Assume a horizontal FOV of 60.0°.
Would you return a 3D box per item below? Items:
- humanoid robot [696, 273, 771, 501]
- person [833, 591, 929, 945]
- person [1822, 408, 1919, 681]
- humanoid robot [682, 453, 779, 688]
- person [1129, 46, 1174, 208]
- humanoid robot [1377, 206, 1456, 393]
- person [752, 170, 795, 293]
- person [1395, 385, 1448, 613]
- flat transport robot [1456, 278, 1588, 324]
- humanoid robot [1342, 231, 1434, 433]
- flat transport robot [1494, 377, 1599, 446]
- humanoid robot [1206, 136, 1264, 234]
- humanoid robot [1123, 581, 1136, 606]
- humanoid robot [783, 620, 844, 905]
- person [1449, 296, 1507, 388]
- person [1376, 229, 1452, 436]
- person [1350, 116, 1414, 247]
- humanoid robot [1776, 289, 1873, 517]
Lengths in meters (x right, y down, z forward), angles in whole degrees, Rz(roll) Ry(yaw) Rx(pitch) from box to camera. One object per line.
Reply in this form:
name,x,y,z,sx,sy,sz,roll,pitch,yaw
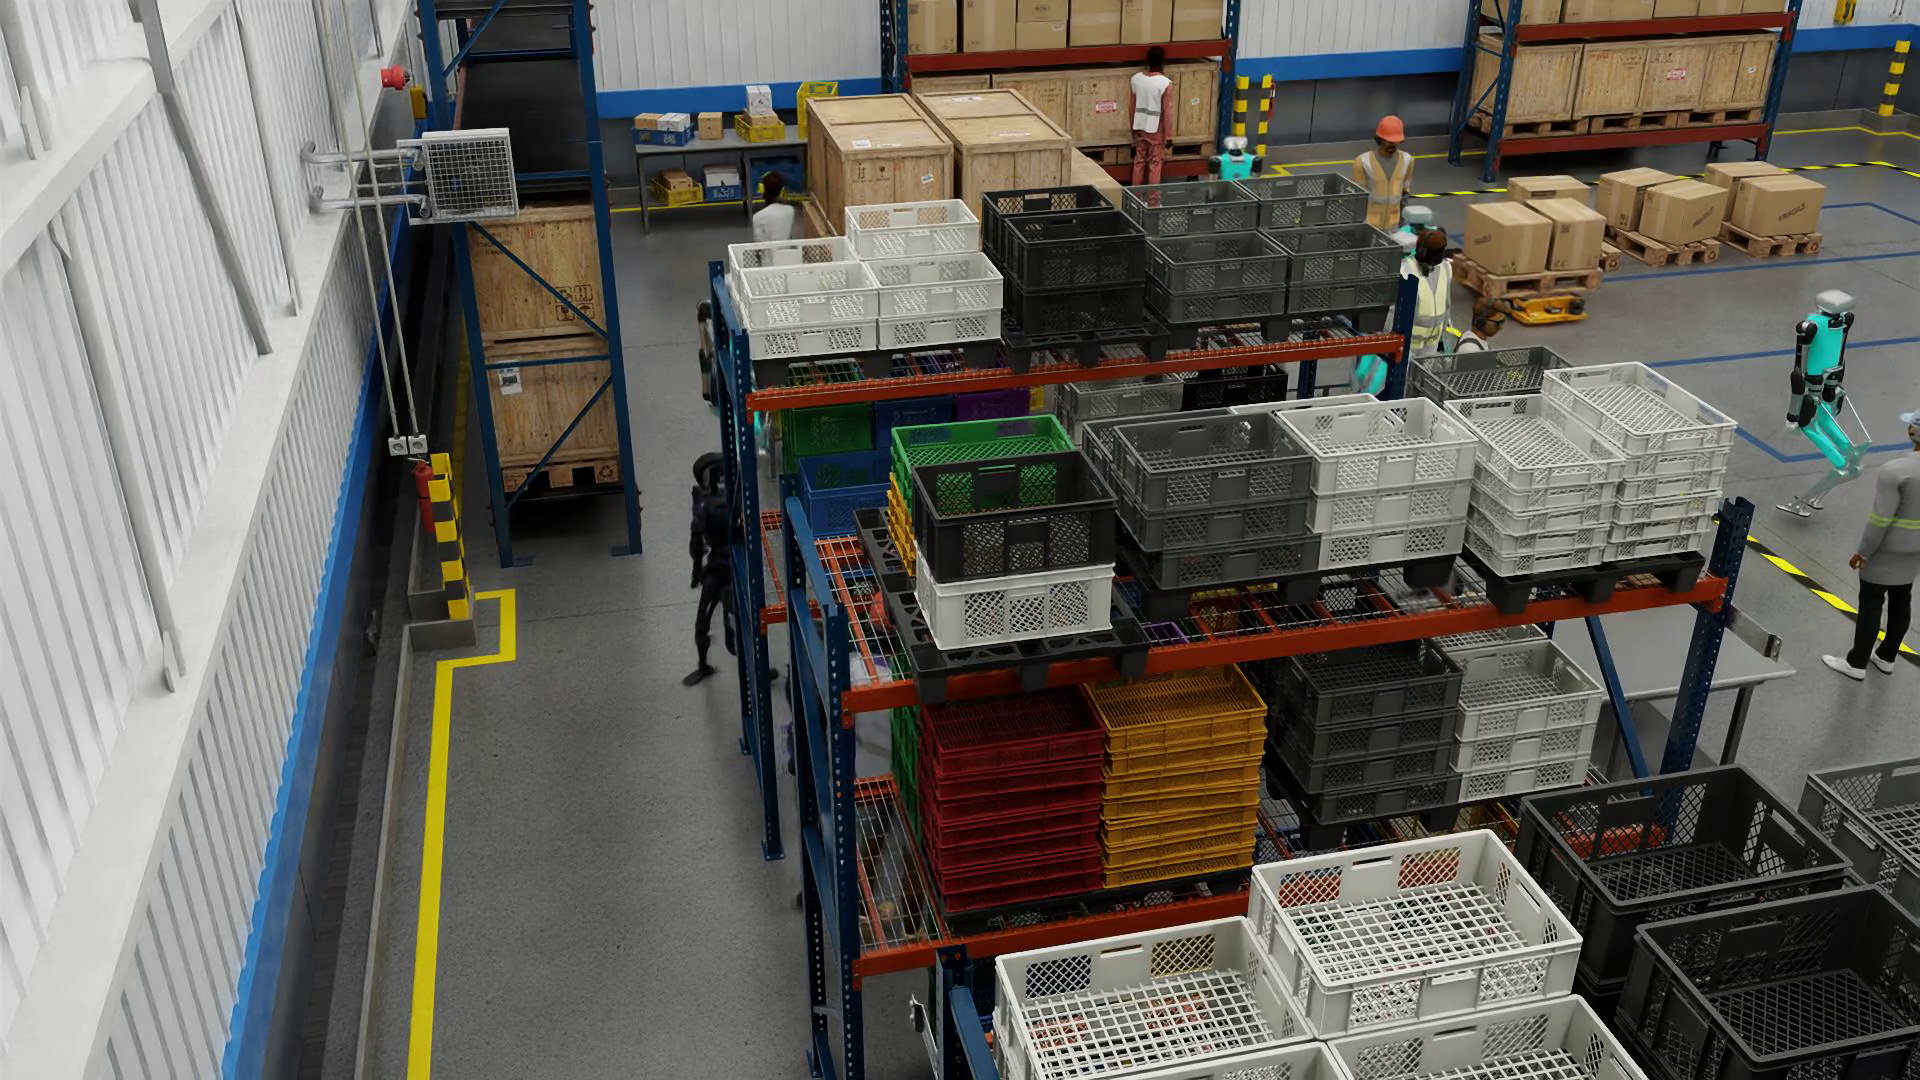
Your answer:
humanoid robot,-1.615,-1.021,12.501,0.601,1.854,0.828,-13,31,-24
person,-0.301,1.127,8.027,0.604,2.035,0.415,15,31,26
person,5.799,0.009,10.331,0.599,1.850,0.386,-8,29,-15
humanoid robot,-1.440,0.208,10.184,0.490,1.639,0.613,-23,35,-36
person,2.212,-4.743,19.277,0.598,1.917,0.378,25,36,38
humanoid robot,3.906,-1.874,14.033,0.533,1.748,0.926,-7,29,-13
person,-1.616,-2.351,14.825,0.584,1.840,0.525,22,35,35
person,3.105,-0.263,10.971,0.456,1.723,0.594,4,28,7
flat transport robot,5.665,-2.528,16.813,0.652,0.197,1.431,-6,28,-12
humanoid robot,3.357,-1.550,13.454,0.715,1.820,0.539,-23,36,-37
flat transport robot,4.780,-1.036,14.013,0.659,0.231,1.431,-6,28,-12
humanoid robot,2.654,-3.156,16.522,0.540,1.829,0.771,-1,28,-2
humanoid robot,1.036,-0.100,10.744,0.540,1.640,0.609,-11,30,-19
humanoid robot,-0.702,1.130,8.381,0.332,1.651,0.615,-3,28,-6
person,3.667,-0.884,12.041,0.347,1.838,0.505,7,29,13
person,3.687,-1.630,13.467,0.629,1.835,0.429,-13,30,-23
person,4.011,-3.039,15.913,0.614,2.040,0.379,-5,28,-10
humanoid robot,6.380,-0.939,12.105,0.533,1.681,0.735,-15,31,-26
